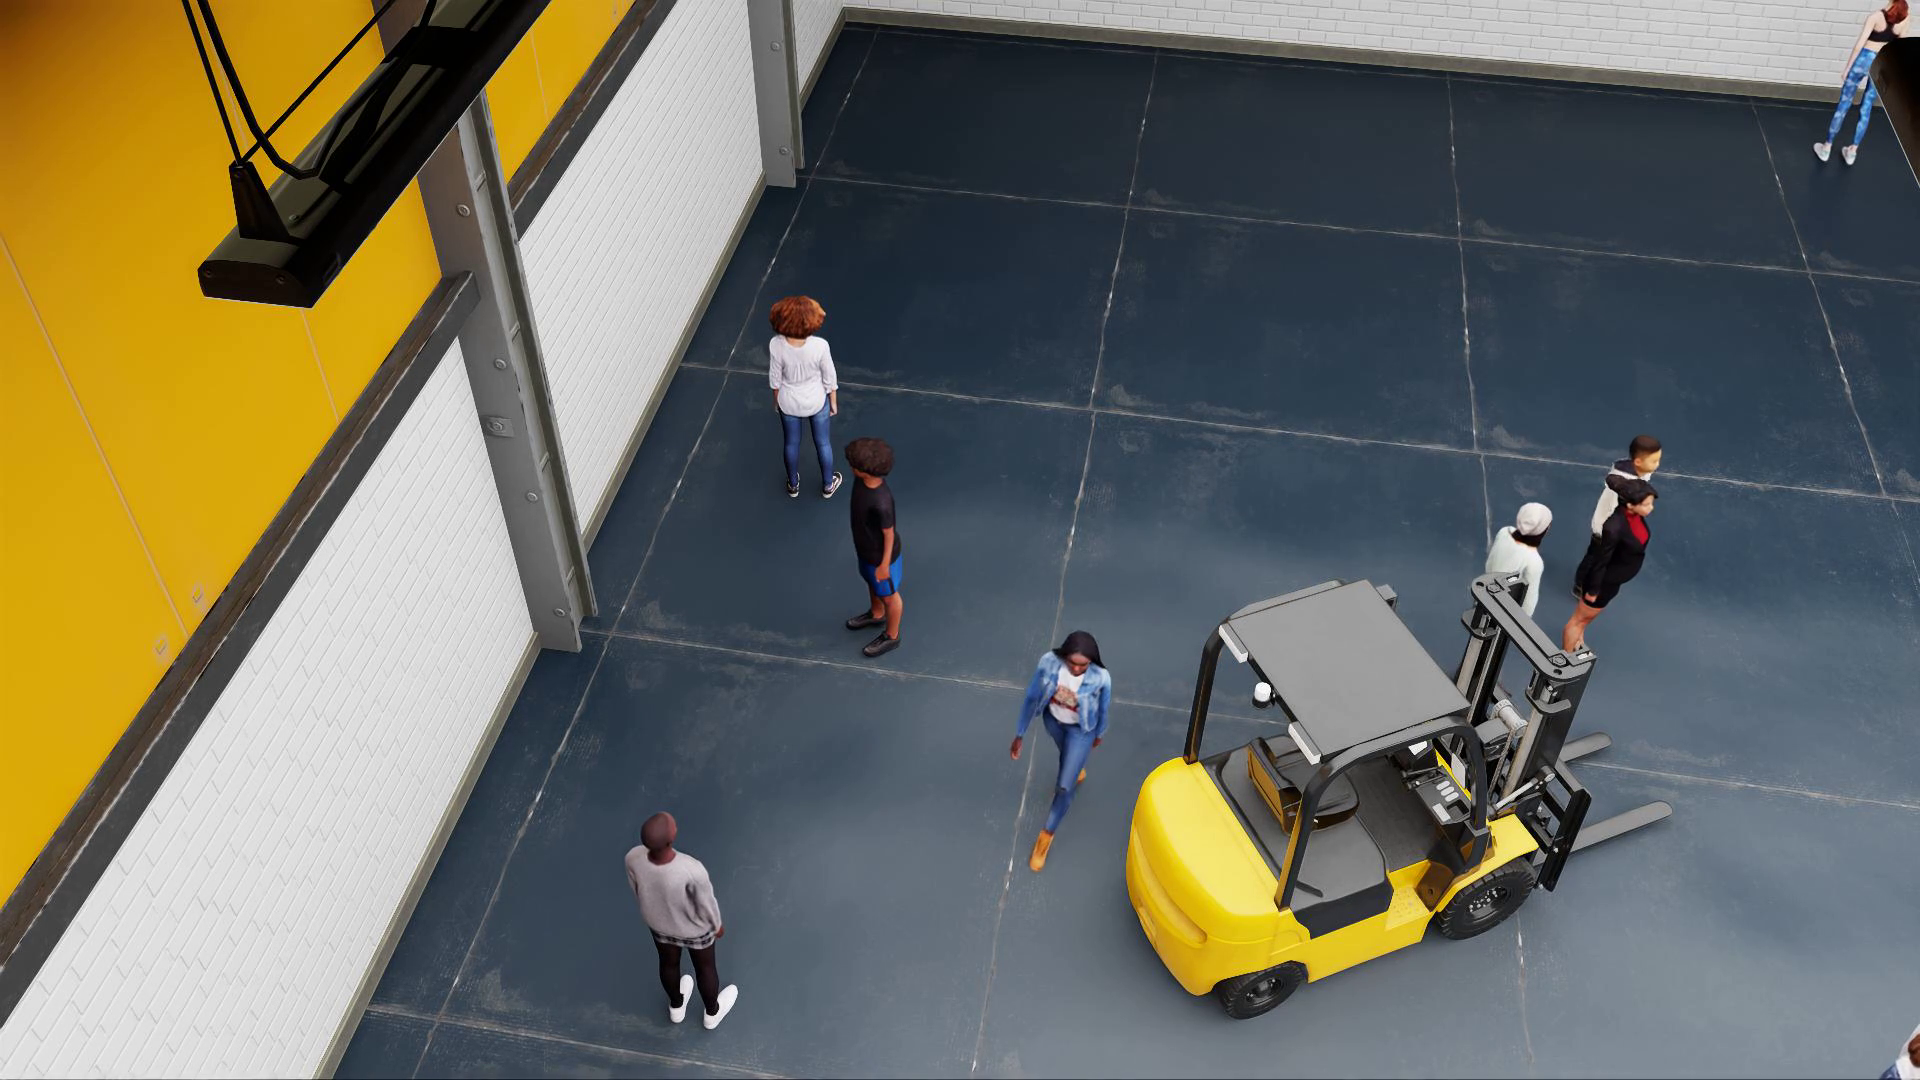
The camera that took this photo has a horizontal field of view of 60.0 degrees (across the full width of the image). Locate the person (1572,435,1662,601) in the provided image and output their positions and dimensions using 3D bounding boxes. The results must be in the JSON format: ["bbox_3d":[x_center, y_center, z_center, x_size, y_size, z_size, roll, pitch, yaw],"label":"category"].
[{"bbox_3d":[4.371,-0.150,11.239,0.644,1.444,0.728,-31,52,-28],"label":"person"}]

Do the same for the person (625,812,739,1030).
[{"bbox_3d":[-1.480,2.004,8.740,0.625,1.772,0.555,10,45,11],"label":"person"}]

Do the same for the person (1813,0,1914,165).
[{"bbox_3d":[8.395,-4.330,15.380,0.542,1.785,0.578,6,44,7],"label":"person"}]

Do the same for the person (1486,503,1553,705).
[{"bbox_3d":[3.464,0.386,10.532,0.702,1.644,0.591,-16,46,-16],"label":"person"}]

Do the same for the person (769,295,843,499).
[{"bbox_3d":[-1.131,-1.022,11.961,0.663,1.711,0.613,3,44,3],"label":"person"}]

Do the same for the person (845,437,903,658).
[{"bbox_3d":[-0.533,0.024,10.802,0.754,1.794,0.666,-17,46,-17],"label":"person"}]

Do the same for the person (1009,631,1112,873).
[{"bbox_3d":[0.682,1.046,9.819,0.882,1.671,1.186,24,49,23],"label":"person"}]

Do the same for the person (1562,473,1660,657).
[{"bbox_3d":[4.140,0.243,10.684,0.737,1.639,0.672,29,51,27],"label":"person"}]
